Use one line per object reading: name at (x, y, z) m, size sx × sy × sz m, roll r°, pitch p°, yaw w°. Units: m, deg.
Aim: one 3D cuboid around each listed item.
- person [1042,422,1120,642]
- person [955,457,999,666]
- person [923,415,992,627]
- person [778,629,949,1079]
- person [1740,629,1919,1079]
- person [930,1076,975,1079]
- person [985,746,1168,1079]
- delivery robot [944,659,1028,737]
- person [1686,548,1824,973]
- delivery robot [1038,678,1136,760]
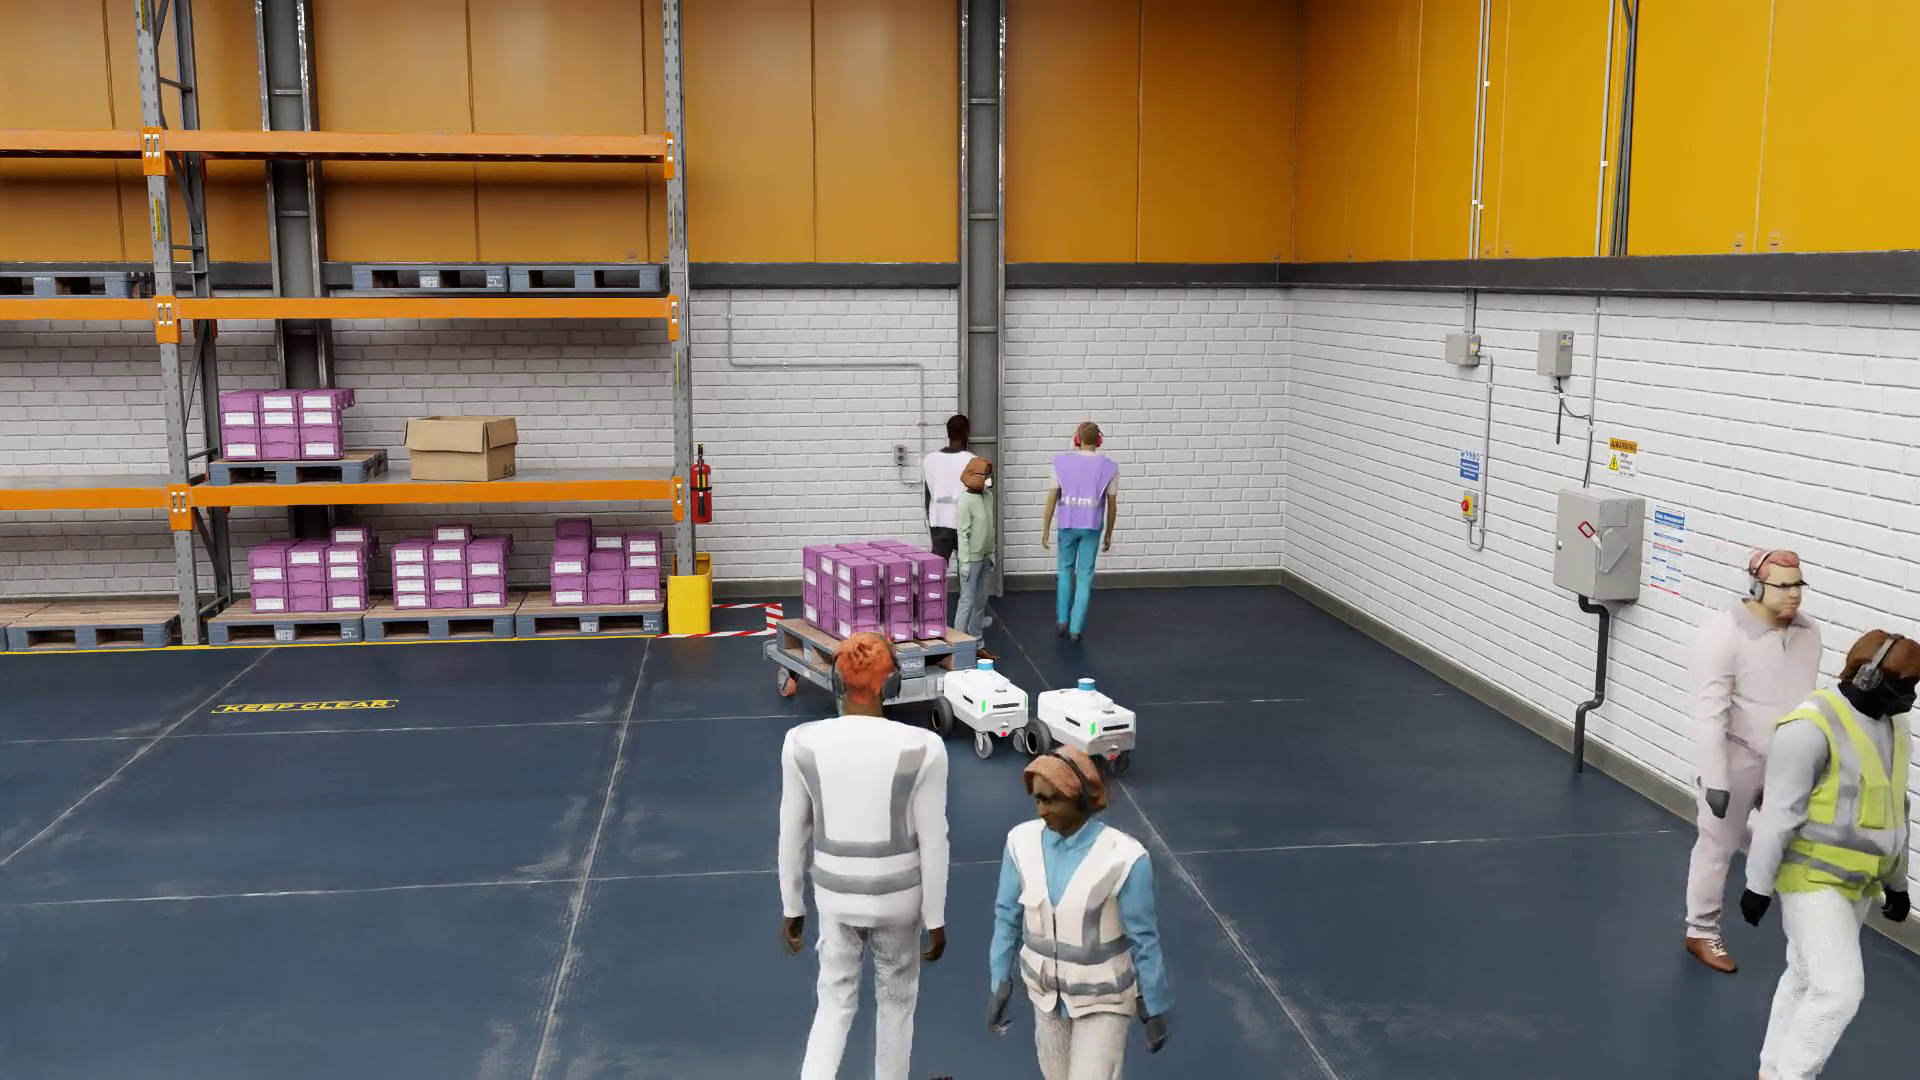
person at (1.008, -0.080, 13.860) m, size 0.614 × 1.800 × 0.749 m, roll 1°, pitch 9°, yaw 7°
person at (0.128, 0.162, 12.908) m, size 0.280 × 1.624 × 0.493 m, roll 5°, pitch 10°, yaw 27°
person at (-0.055, -0.109, 13.876) m, size 0.602 × 1.873 × 0.999 m, roll 5°, pitch 10°, yaw 26°
person at (-0.331, 1.227, 5.530) m, size 0.583 × 1.863 × 0.752 m, roll 2°, pitch 9°, yaw 12°
person at (3.082, 1.205, 5.811) m, size 0.675 × 1.811 × 0.563 m, roll -6°, pitch 11°, yaw -32°
person at (-0.040, 1.705, 2.288) m, size 0.605 × 1.945 × 0.702 m, roll 1°, pitch 9°, yaw 7°
person at (0.319, 1.425, 5.024) m, size 0.537 × 1.621 × 0.532 m, roll 7°, pitch 11°, yaw 37°
delivery robot at (0.163, 1.008, 10.659) m, size 0.477 × 0.478 × 0.707 m, roll -3°, pitch 10°, yaw -21°
person at (3.443, 0.982, 7.005) m, size 0.667 × 1.874 × 0.849 m, roll -3°, pitch 9°, yaw -16°
delivery robot at (0.770, 1.090, 10.151) m, size 0.477 × 0.478 × 0.707 m, roll -4°, pitch 10°, yaw -26°
